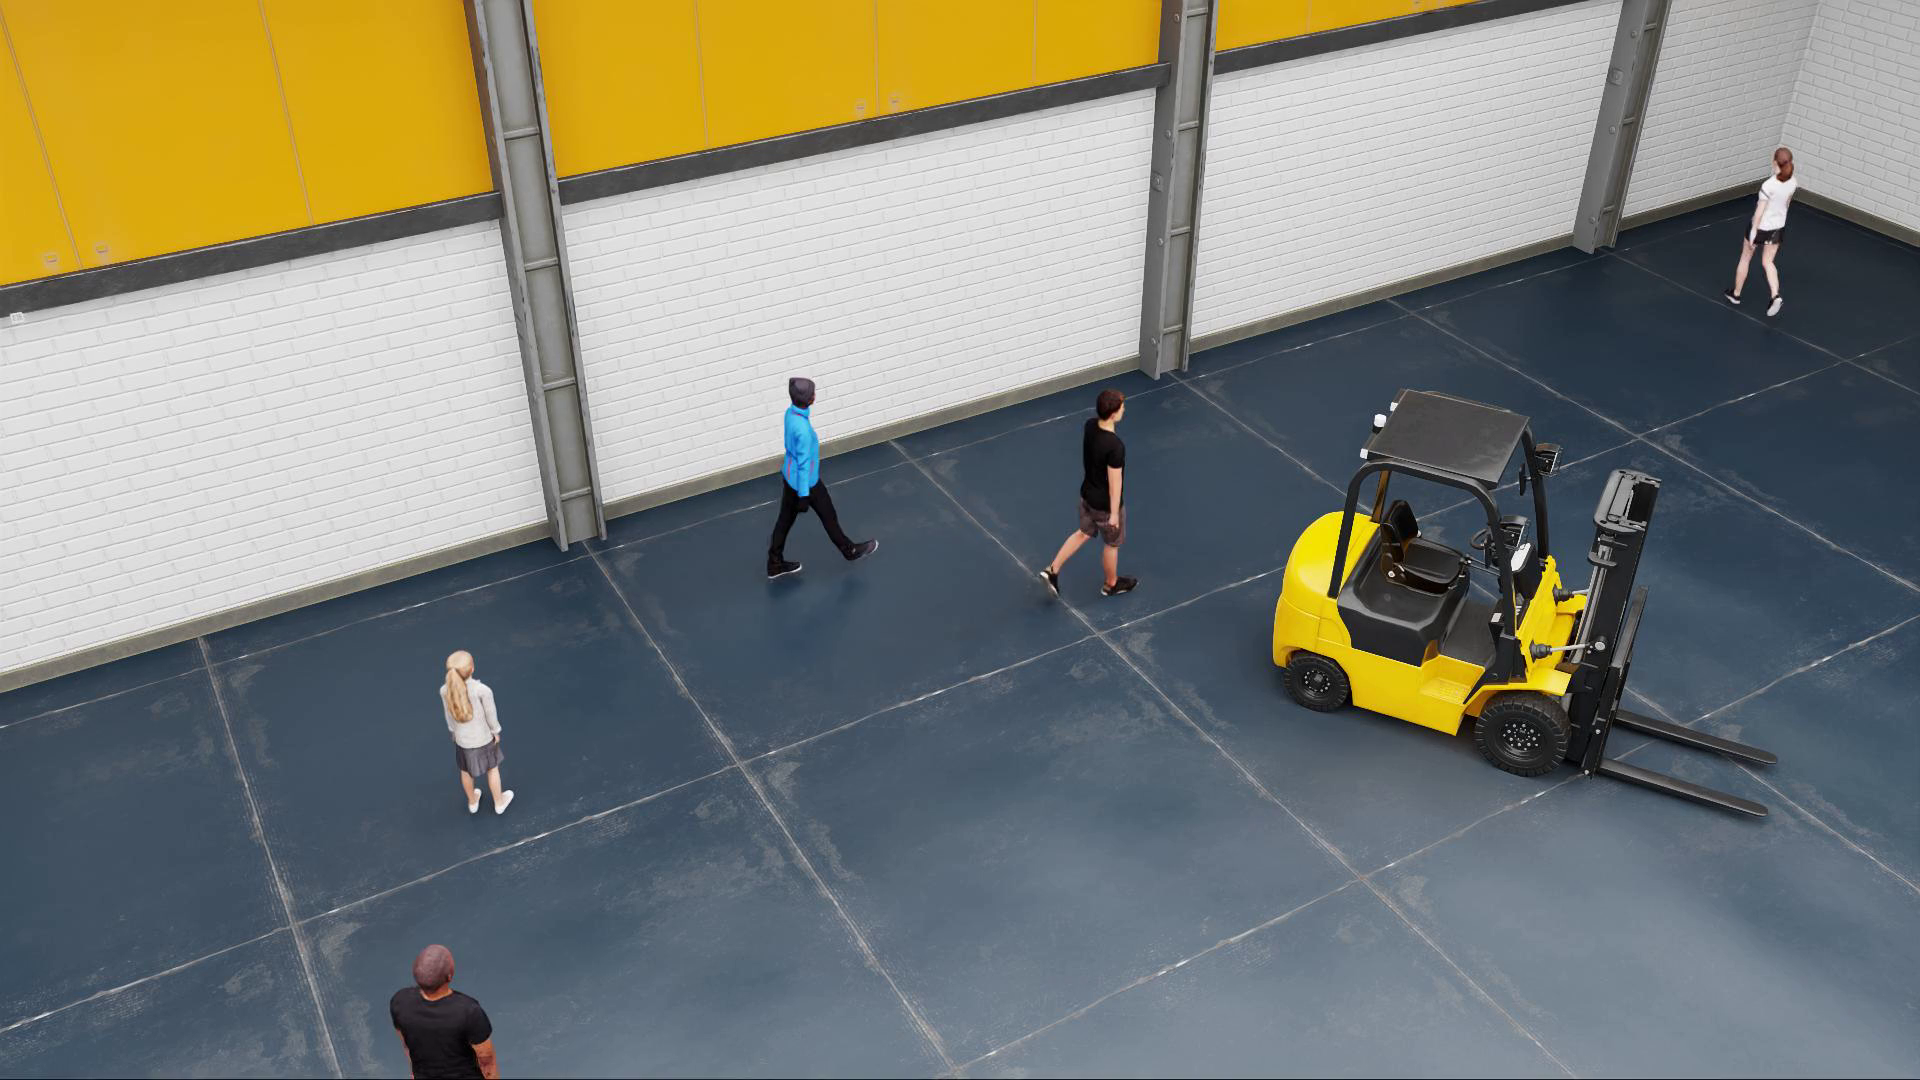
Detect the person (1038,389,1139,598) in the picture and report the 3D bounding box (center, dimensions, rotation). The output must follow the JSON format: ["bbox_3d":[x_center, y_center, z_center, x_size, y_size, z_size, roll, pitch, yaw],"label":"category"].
[{"bbox_3d":[0.996,-0.315,12.686,1.068,1.845,0.685,-16,37,-22],"label":"person"}]

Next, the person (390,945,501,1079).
[{"bbox_3d":[-2.519,2.726,8.168,1.096,1.782,1.079,3,34,5],"label":"person"}]

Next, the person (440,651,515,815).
[{"bbox_3d":[-3.167,1.254,10.840,0.587,1.275,0.659,3,34,4],"label":"person"}]

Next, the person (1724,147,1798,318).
[{"bbox_3d":[8.301,-3.126,17.018,1.060,1.732,0.889,-5,34,-7],"label":"person"}]

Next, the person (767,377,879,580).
[{"bbox_3d":[-1.319,-0.424,12.945,1.162,1.741,0.735,-13,36,-19],"label":"person"}]
